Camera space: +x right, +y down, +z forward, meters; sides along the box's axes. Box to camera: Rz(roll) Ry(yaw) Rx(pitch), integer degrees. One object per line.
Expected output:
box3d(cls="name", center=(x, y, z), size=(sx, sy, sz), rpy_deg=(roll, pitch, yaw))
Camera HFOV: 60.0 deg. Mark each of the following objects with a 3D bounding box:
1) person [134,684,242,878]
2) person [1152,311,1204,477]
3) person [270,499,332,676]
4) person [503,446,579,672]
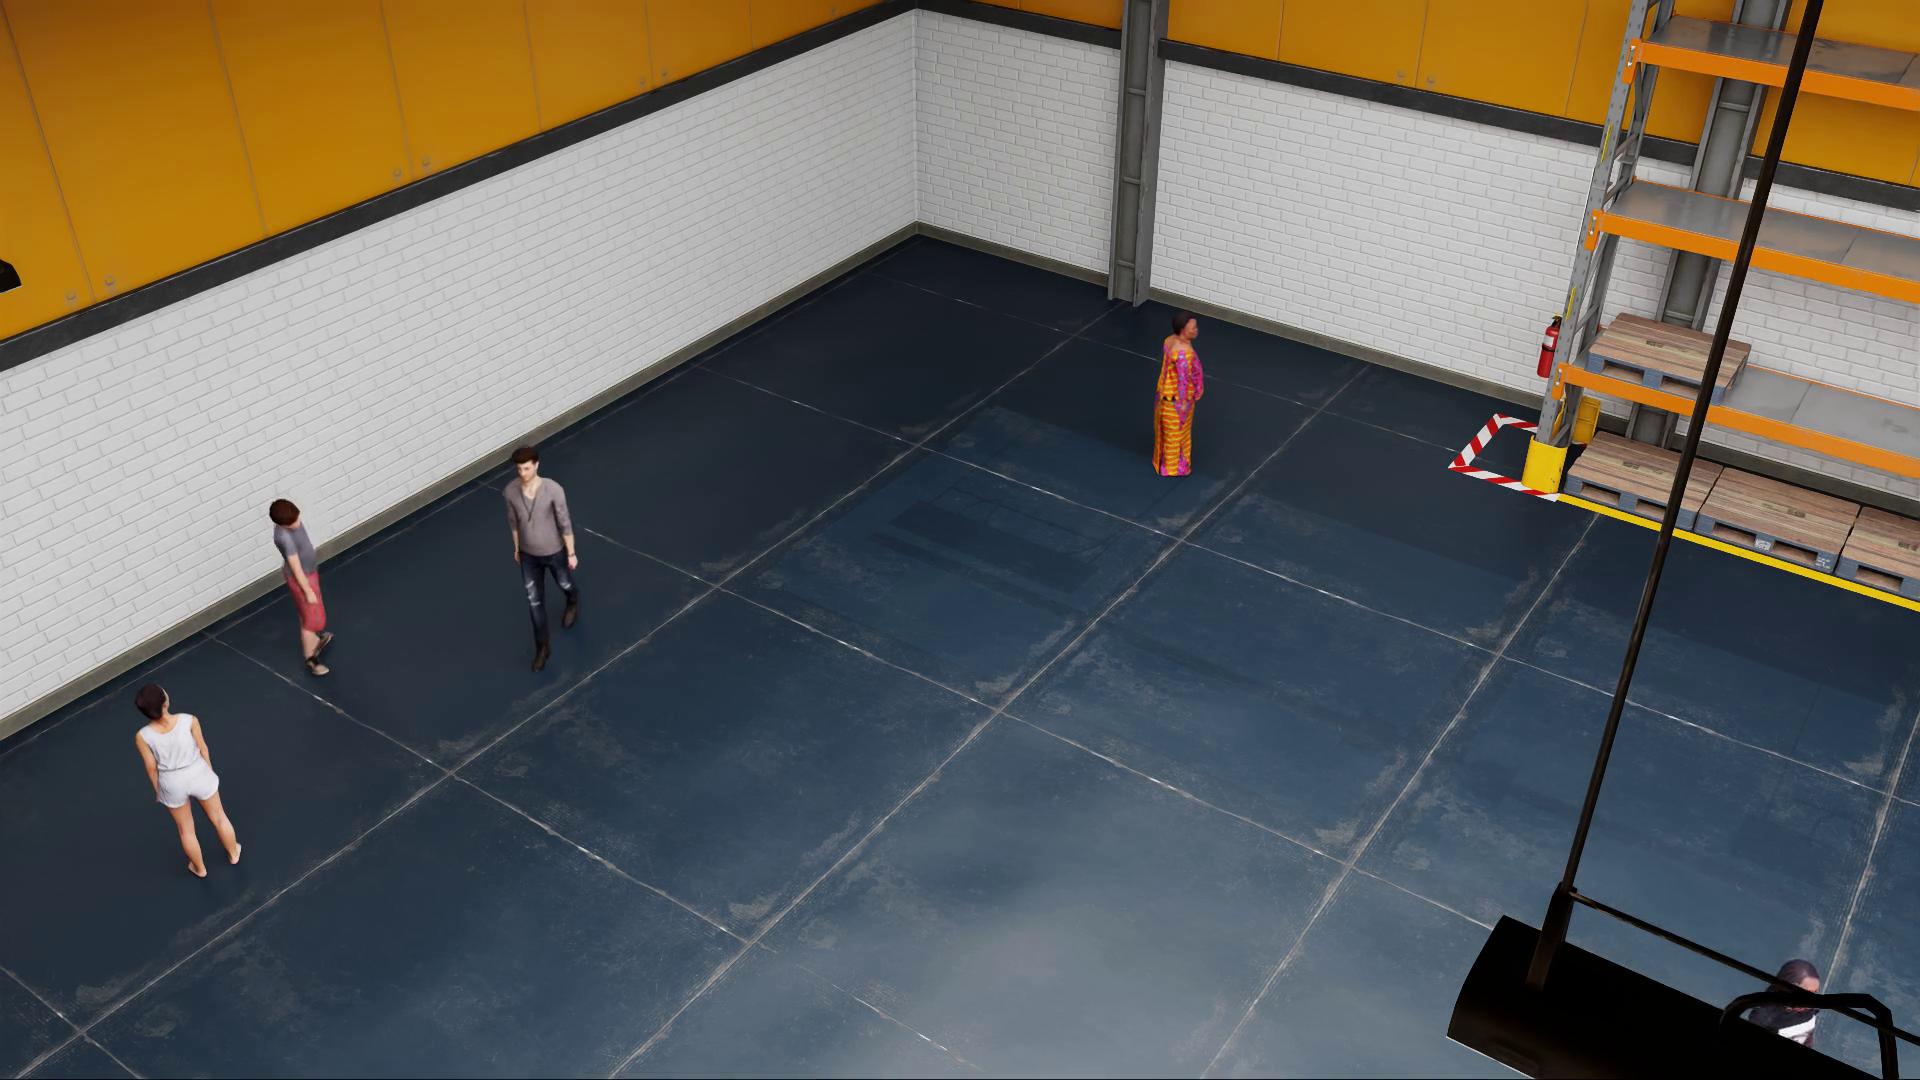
box3d(cls="person", center=(-5.294, 1.639, 11.353), size=(0.640, 1.616, 0.637), rpy_deg=(-19, 38, -26))
box3d(cls="person", center=(2.094, -1.430, 15.906), size=(0.837, 1.686, 0.779), rpy_deg=(-4, 34, -7))
box3d(cls="person", center=(-5.313, 0.288, 13.385), size=(0.847, 1.616, 0.733), rpy_deg=(-16, 37, -23))
box3d(cls="person", center=(-3.354, 0.040, 13.529), size=(1.239, 1.870, 1.179), rpy_deg=(1, 34, 2))
